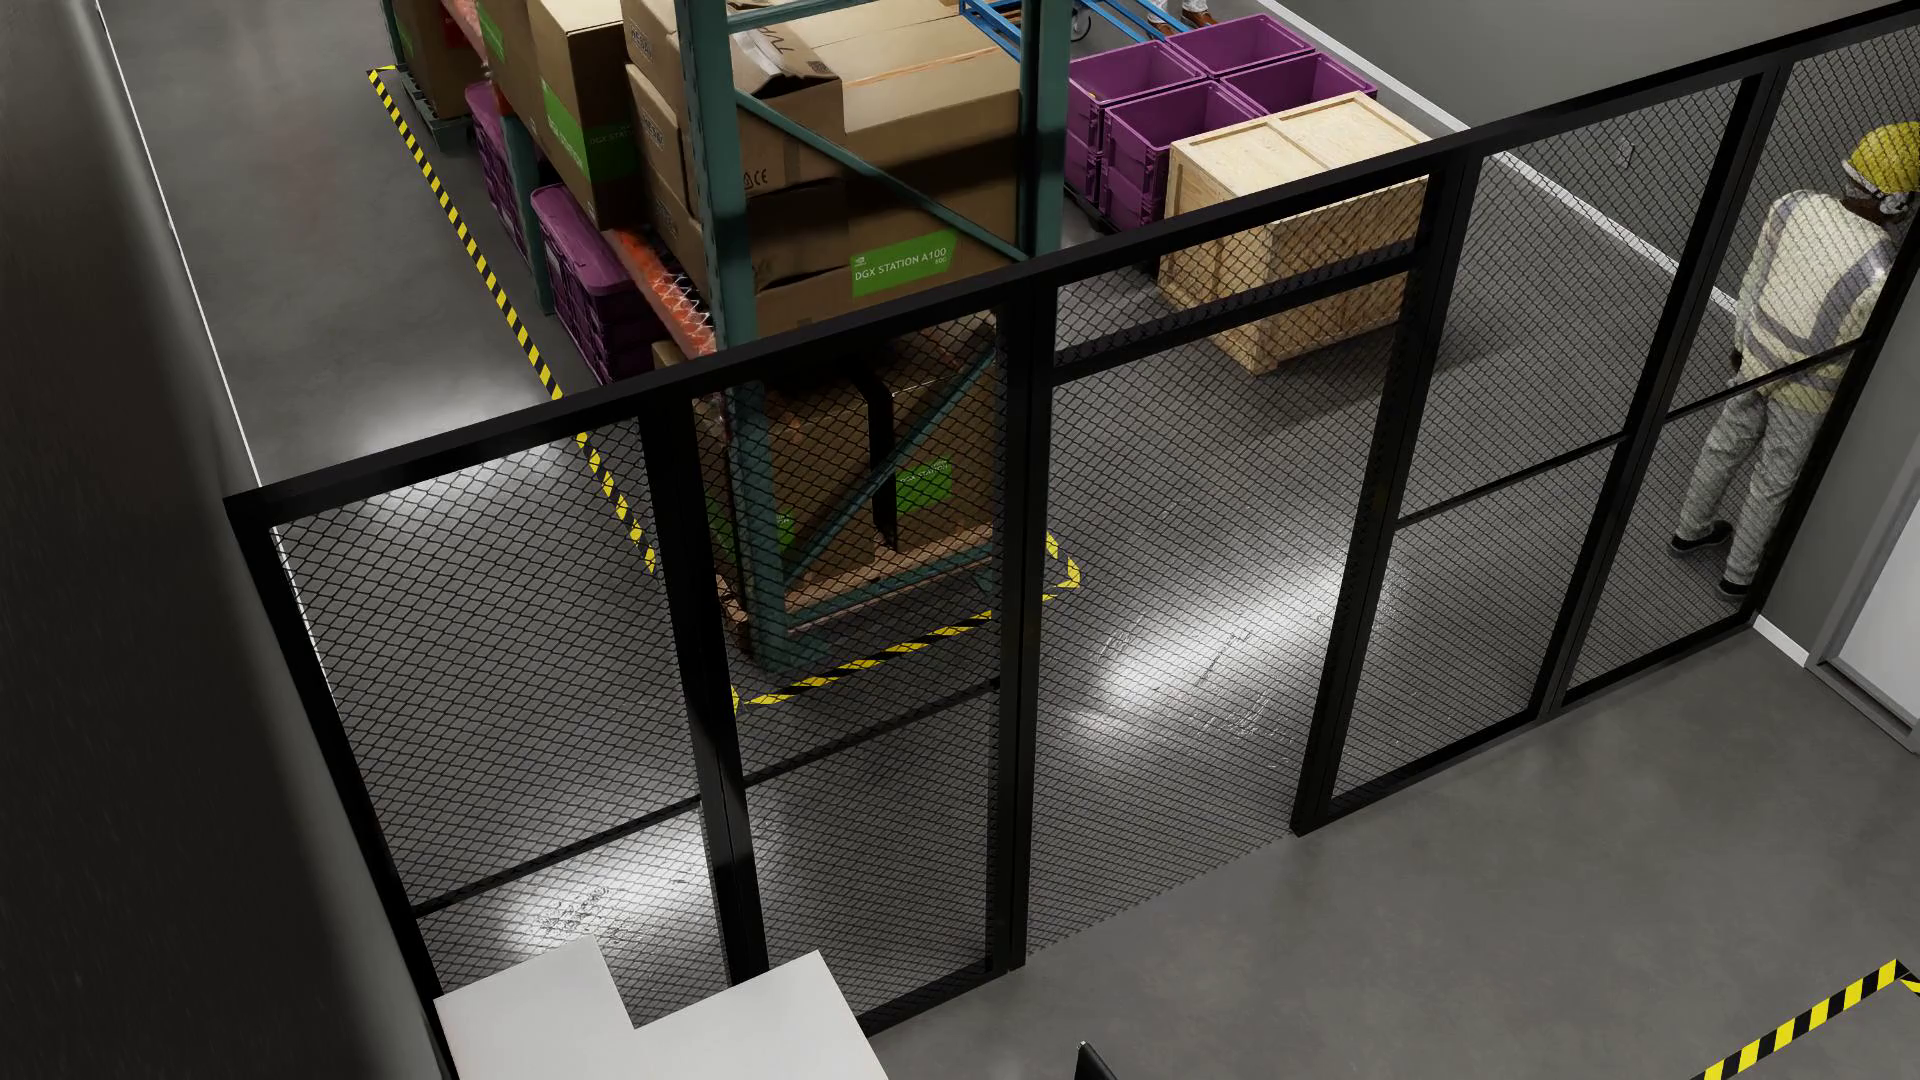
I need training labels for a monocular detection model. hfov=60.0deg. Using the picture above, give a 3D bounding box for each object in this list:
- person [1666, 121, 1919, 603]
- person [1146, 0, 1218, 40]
[{"bbox_3d":[2.861,-0.581,5.658,0.404,1.833,0.592,-13,44,-14],"label":"person"},{"bbox_3d":[1.287,-3.631,8.917,0.628,1.940,0.378,-20,46,-20],"label":"person"}]
